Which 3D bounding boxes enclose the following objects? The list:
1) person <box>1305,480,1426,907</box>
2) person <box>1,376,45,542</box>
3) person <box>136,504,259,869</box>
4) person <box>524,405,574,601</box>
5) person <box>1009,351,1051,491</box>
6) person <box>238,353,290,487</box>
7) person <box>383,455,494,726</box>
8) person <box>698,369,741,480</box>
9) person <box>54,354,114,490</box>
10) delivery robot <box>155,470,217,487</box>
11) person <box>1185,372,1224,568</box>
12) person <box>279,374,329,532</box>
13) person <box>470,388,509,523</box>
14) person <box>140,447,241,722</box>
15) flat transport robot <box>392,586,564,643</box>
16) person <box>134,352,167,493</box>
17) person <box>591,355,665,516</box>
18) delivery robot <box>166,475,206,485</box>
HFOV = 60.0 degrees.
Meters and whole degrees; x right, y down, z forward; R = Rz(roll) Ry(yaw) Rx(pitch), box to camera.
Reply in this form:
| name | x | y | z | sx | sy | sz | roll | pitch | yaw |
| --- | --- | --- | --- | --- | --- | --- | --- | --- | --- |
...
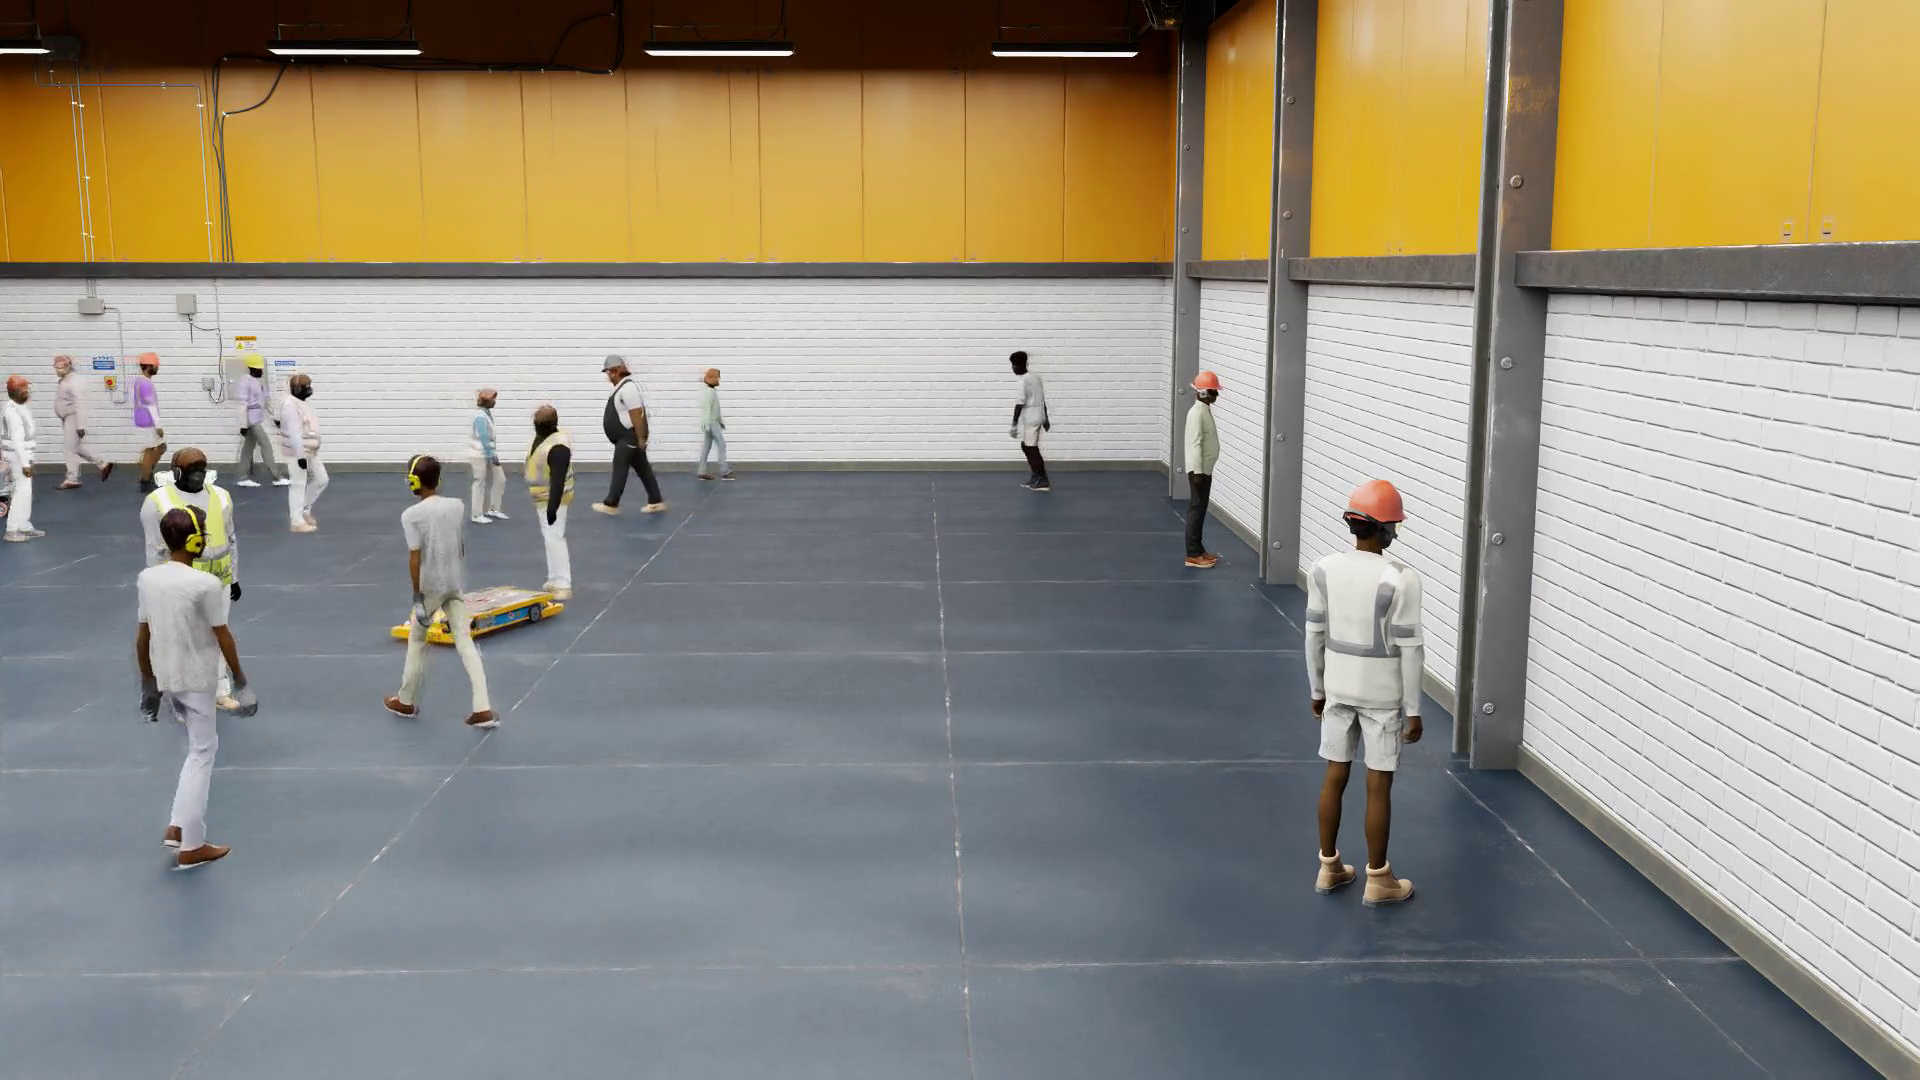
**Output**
| name | x | y | z | sx | sy | sz | roll | pitch | yaw |
| --- | --- | --- | --- | --- | --- | --- | --- | --- | --- |
| person | 1.948 | 0.727 | 7.960 | 0.614 | 2.043 | 0.373 | 9 | 13 | 44 |
| person | -10.491 | -0.901 | 18.518 | 0.379 | 1.863 | 0.671 | -4 | 10 | -25 |
| person | -3.875 | 0.744 | 8.446 | 0.518 | 1.850 | 0.433 | 5 | 10 | 26 |
| person | -3.801 | -0.352 | 15.342 | 0.433 | 1.811 | 0.755 | -5 | 11 | -28 |
| person | 0.967 | -1.623 | 22.743 | 0.597 | 1.915 | 0.635 | 4 | 10 | 22 |
| person | -9.648 | -1.651 | 23.029 | 0.902 | 1.870 | 0.634 | -2 | 9 | -9 |
| person | -3.478 | 0.333 | 11.087 | 0.997 | 1.816 | 0.534 | 7 | 12 | 38 |
| person | -3.454 | -1.652 | 23.892 | 0.725 | 1.607 | 0.502 | -1 | 9 | -6 |
| person | -12.168 | -1.636 | 22.976 | 0.696 | 1.871 | 0.717 | -6 | 11 | -35 |
| delivery robot | -9.961 | -0.772 | 21.416 | 0.707 | 0.478 | 0.477 | -3 | 10 | -18 |
| person | 2.485 | -0.724 | 17.007 | 0.389 | 1.991 | 0.622 | 3 | 10 | 16 |
| person | -7.583 | -0.998 | 19.194 | 0.455 | 1.832 | 0.629 | 0 | 9 | -1 |
| person | -5.616 | -0.993 | 19.796 | 0.532 | 1.618 | 0.522 | 0 | 9 | 1 |
| person | -5.163 | 0.290 | 11.259 | 0.429 | 1.844 | 0.627 | 7 | 12 | 36 |
| flat transport robot | -4.055 | 0.615 | 14.068 | 0.652 | 0.197 | 1.431 | 4 | 10 | 23 |
| person | -10.990 | -1.588 | 22.563 | 0.455 | 1.911 | 0.556 | -5 | 11 | -28 |
| person | -4.125 | -1.323 | 20.535 | 0.996 | 2.000 | 0.709 | -2 | 10 | -14 |
| delivery robot | -9.717 | -0.685 | 20.883 | 0.477 | 0.478 | 0.707 | -7 | 11 | -36 |
